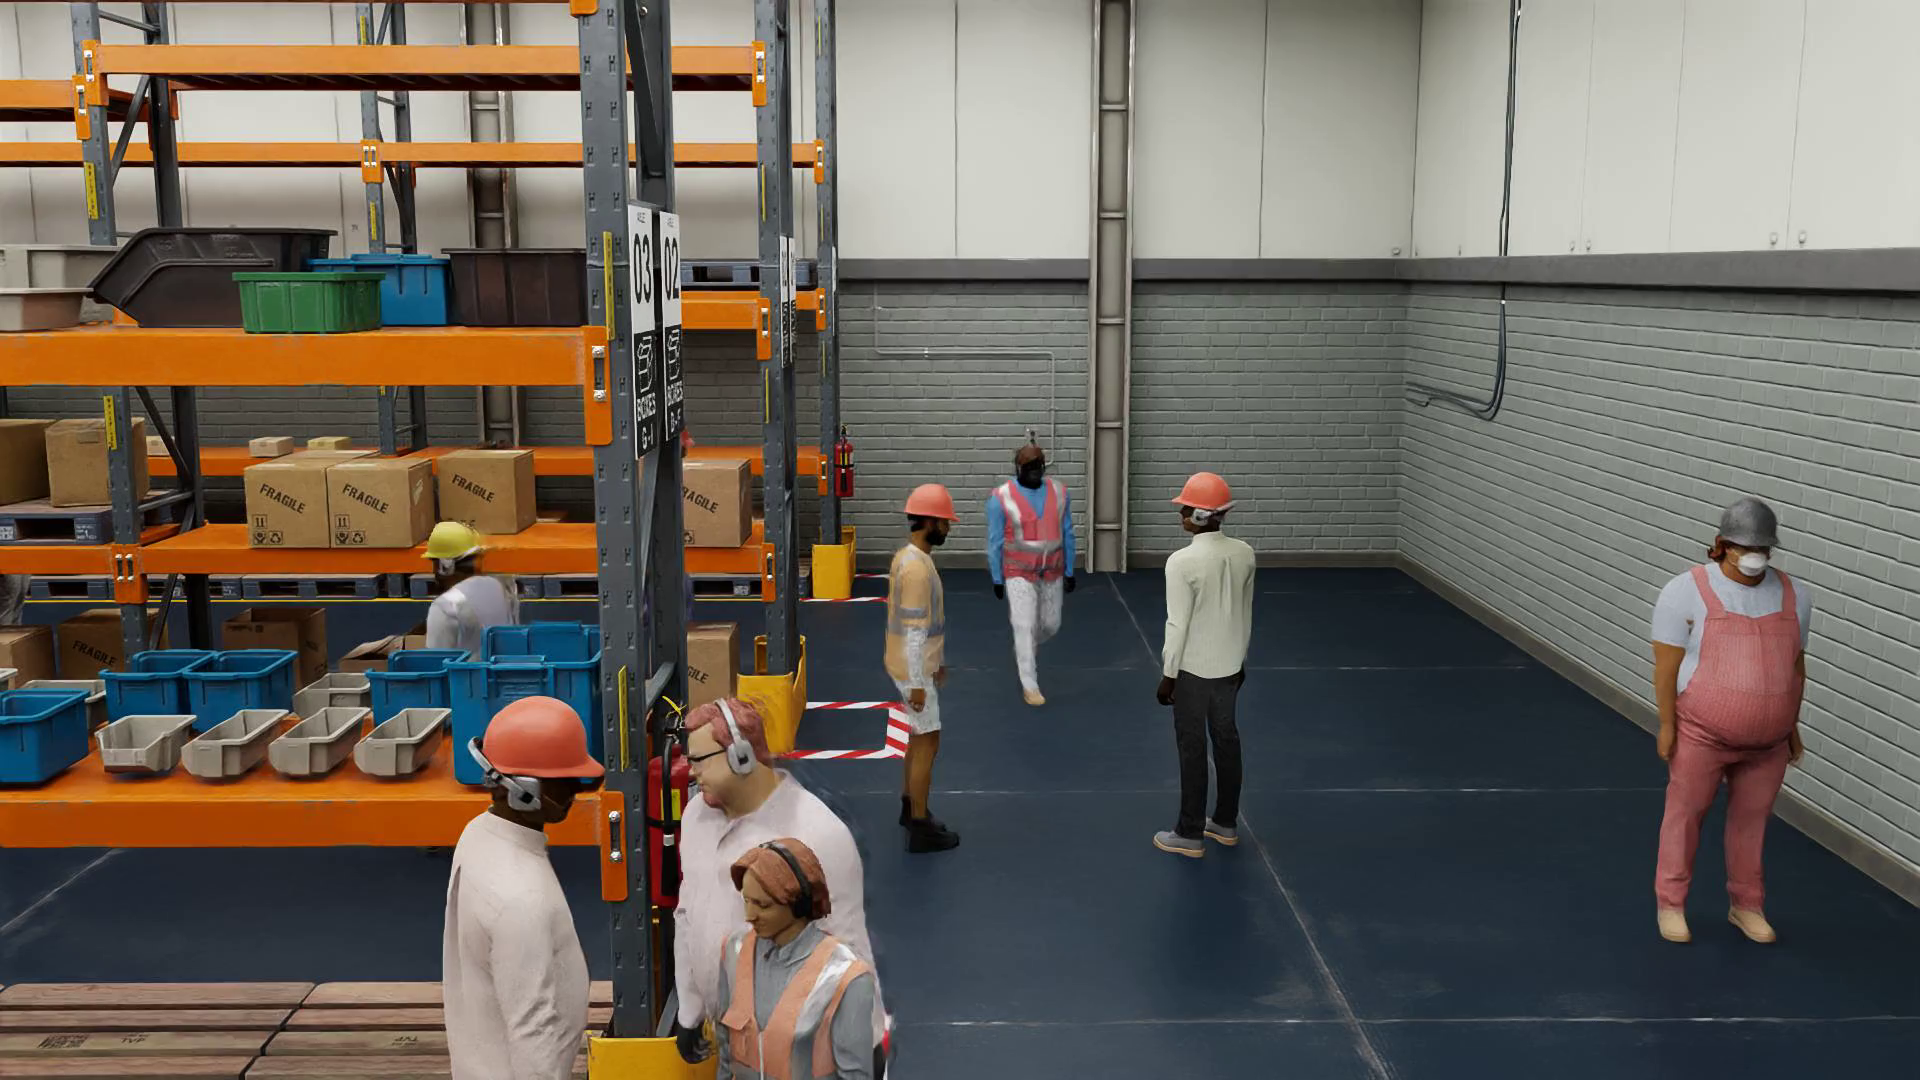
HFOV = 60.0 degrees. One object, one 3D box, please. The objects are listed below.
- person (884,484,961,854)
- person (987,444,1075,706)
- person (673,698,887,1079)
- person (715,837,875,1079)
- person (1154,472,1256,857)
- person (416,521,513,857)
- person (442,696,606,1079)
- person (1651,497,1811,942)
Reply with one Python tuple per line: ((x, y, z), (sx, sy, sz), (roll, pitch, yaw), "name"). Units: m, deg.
((-0.193, 0.657, 8.770), (0.418, 1.914, 0.571), (-1, 9, -5), "person")
((0.488, 0.217, 11.774), (0.633, 1.823, 0.690), (-4, 10, -21), "person")
((-0.547, 1.355, 4.765), (0.682, 1.848, 0.981), (8, 12, 39), "person")
((-0.417, 1.540, 4.238), (0.525, 1.631, 0.320), (7, 12, 37), "person")
((1.267, 0.641, 8.631), (0.622, 1.995, 0.376), (-7, 12, -38), "person")
((-2.545, 0.793, 8.328), (0.897, 1.783, 0.603), (2, 10, 14), "person")
((-1.094, 1.365, 4.258), (0.411, 1.979, 0.631), (-4, 10, -24), "person")
((3.471, 0.811, 7.452), (0.687, 2.000, 0.536), (0, 9, 1), "person")
